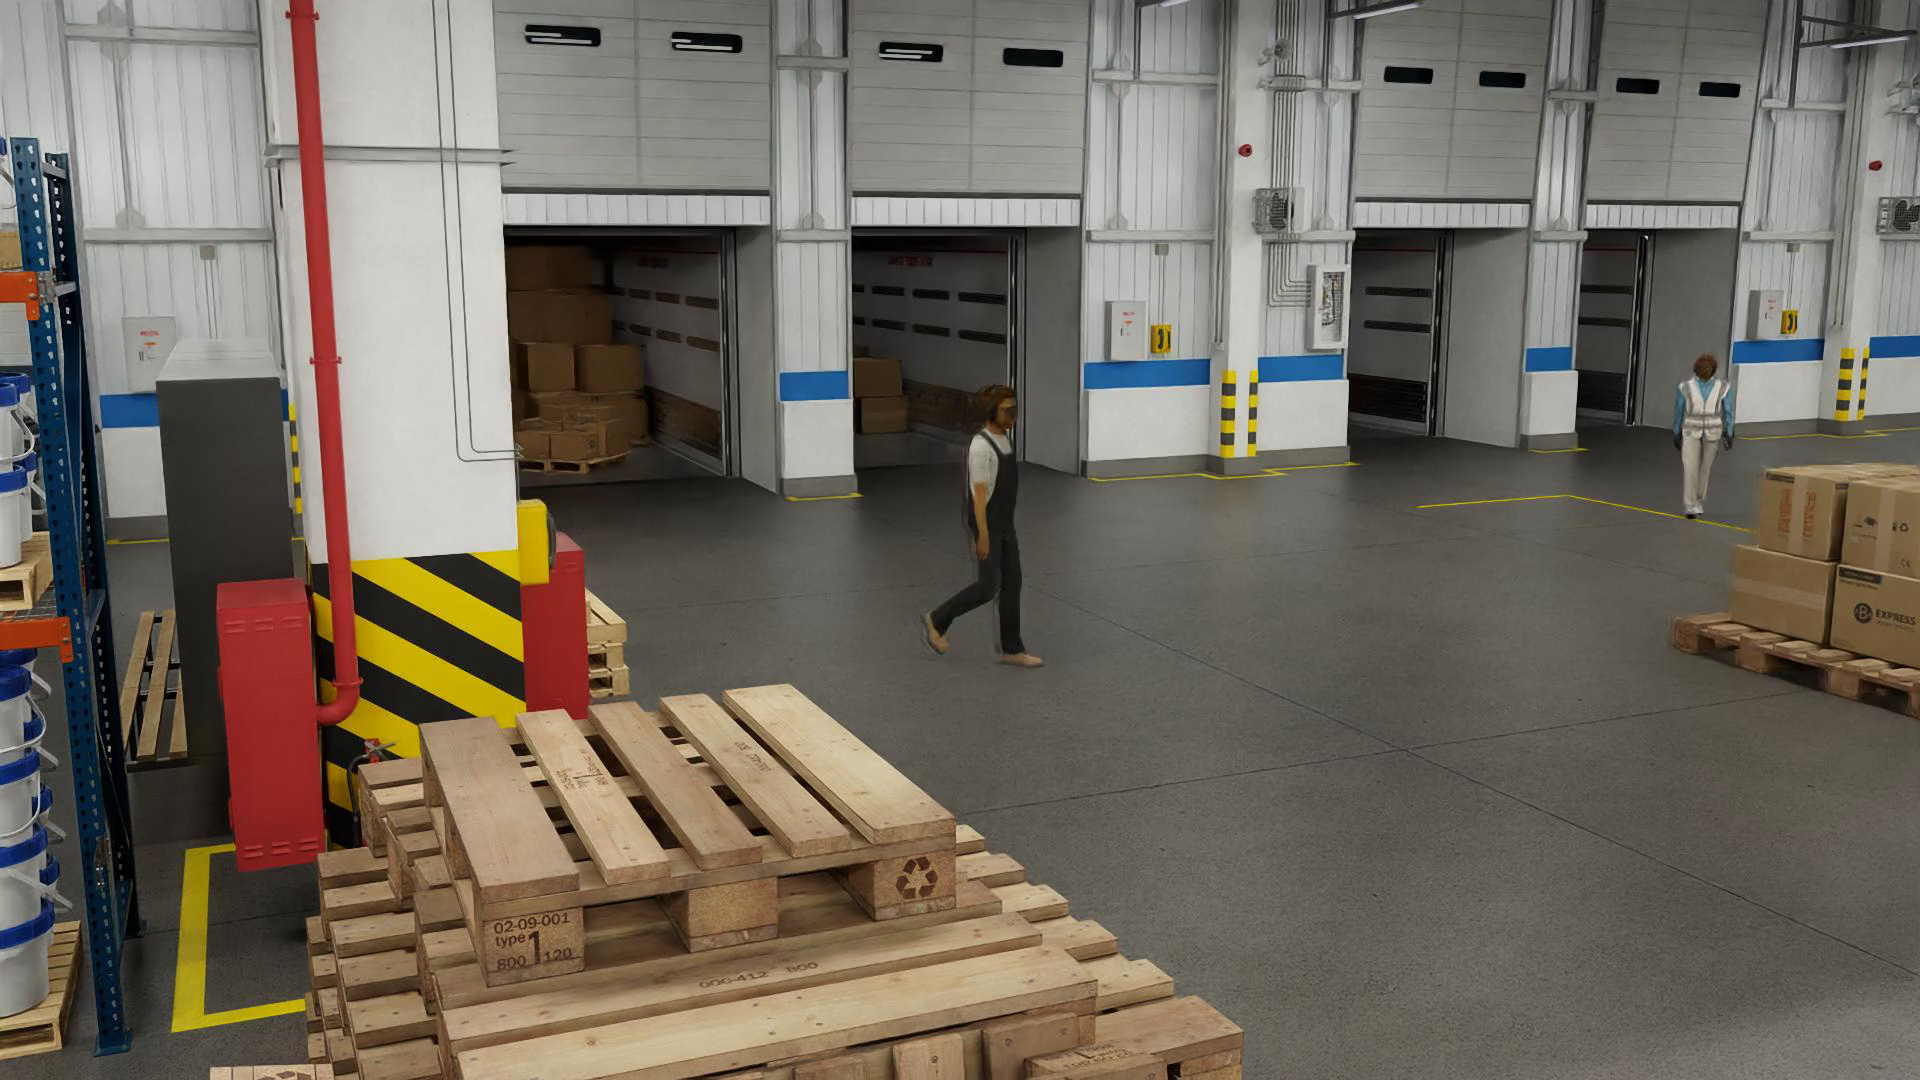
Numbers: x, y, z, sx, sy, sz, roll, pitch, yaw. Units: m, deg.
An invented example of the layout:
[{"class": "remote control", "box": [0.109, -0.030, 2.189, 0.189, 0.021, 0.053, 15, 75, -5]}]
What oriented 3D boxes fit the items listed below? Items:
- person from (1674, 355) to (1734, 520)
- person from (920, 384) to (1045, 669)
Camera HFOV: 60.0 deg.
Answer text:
[{"class": "person", "box": [7.266, -1.006, 16.270, 0.529, 1.590, 0.864, 3, 11, 18]}, {"class": "person", "box": [0.151, -0.086, 10.577, 0.740, 1.824, 0.521, 4, 11, 22]}]
